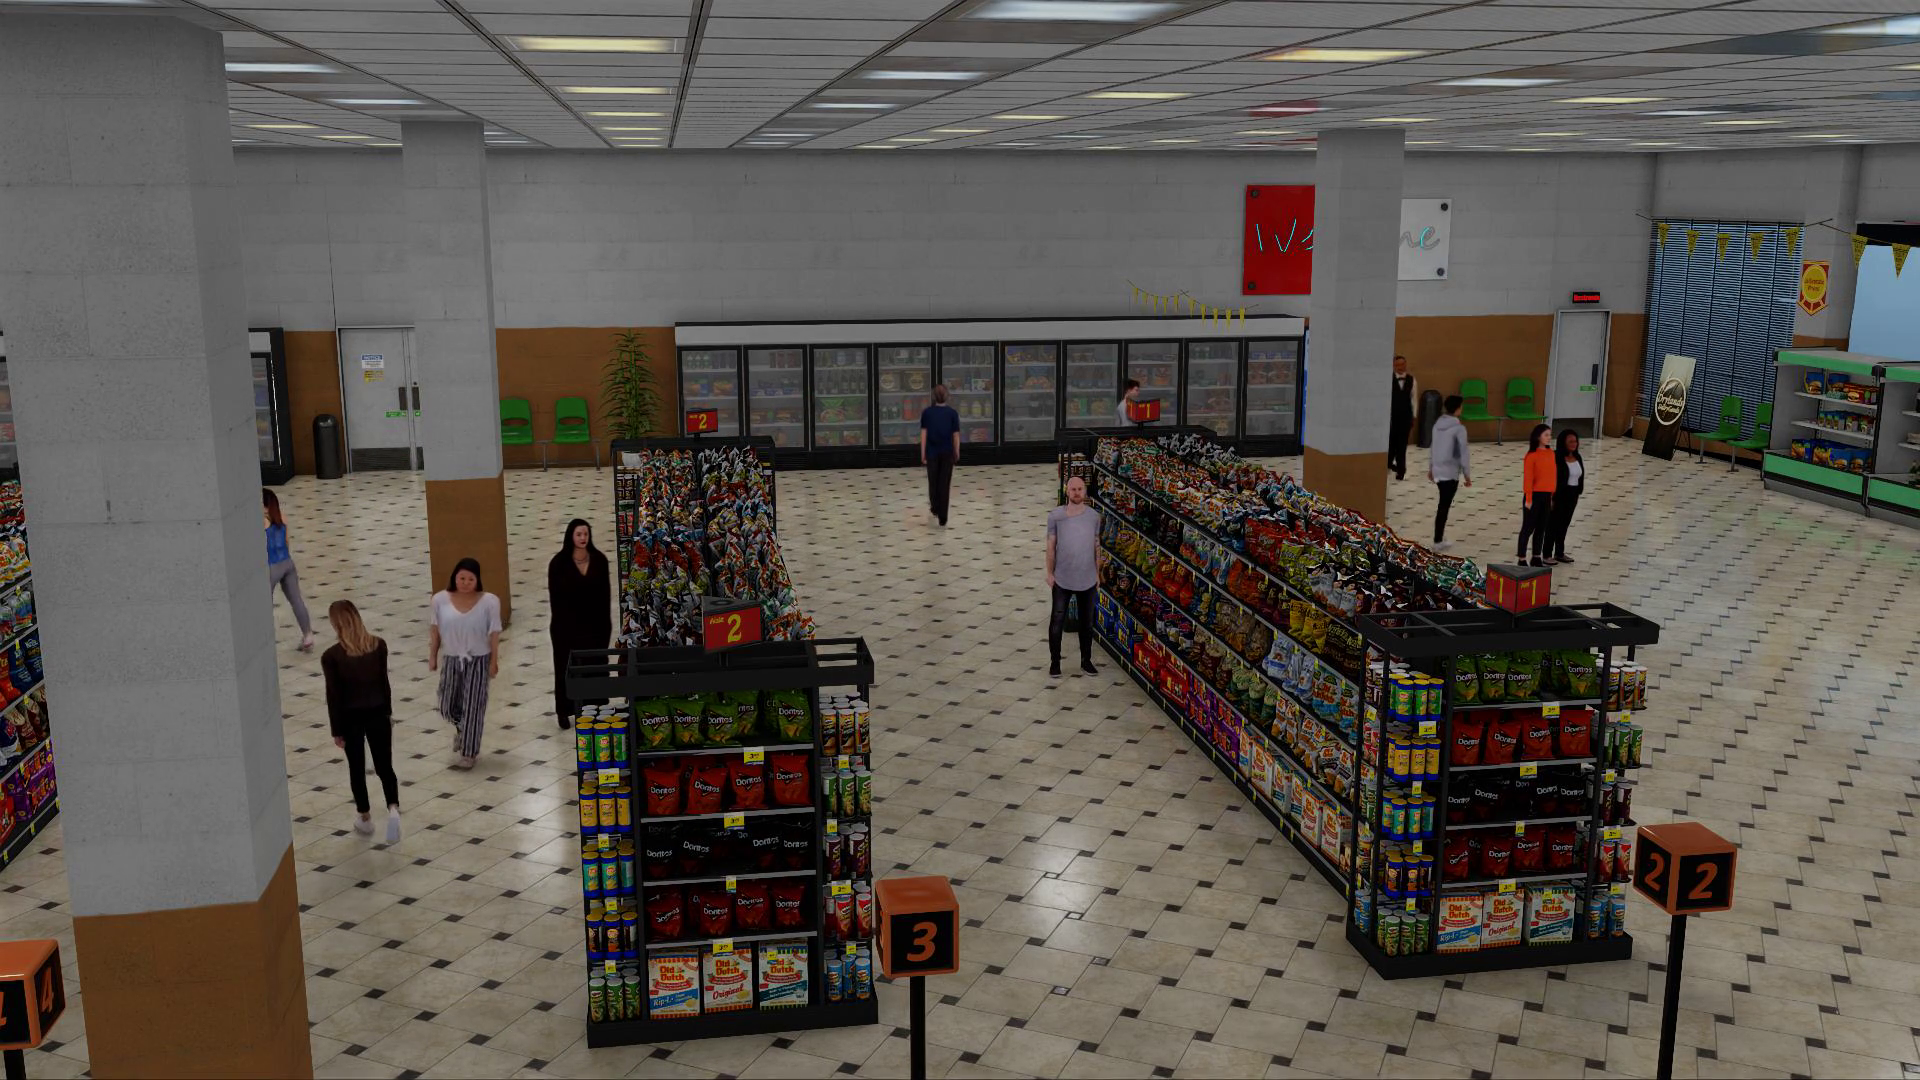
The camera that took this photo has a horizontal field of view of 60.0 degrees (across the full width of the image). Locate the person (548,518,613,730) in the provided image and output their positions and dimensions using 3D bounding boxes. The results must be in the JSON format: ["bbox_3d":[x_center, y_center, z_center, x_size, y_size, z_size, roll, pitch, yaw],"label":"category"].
[{"bbox_3d":[-3.129,0.677,13.688,0.734,1.756,0.707,-6,13,-25],"label":"person"}]

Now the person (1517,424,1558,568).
[{"bbox_3d":[6.649,-0.476,19.180,0.693,1.748,0.681,-8,14,-32],"label":"person"}]

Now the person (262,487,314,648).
[{"bbox_3d":[-6.491,0.304,15.919,1.090,1.565,1.101,6,14,28],"label":"person"}]

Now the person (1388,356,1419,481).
[{"bbox_3d":[6.733,-1.873,25.521,0.958,1.869,1.211,1,12,5],"label":"person"}]

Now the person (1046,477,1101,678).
[{"bbox_3d":[1.041,0.323,15.166,0.655,1.838,0.566,-2,12,-11],"label":"person"}]

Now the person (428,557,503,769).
[{"bbox_3d":[-3.776,0.916,12.794,0.775,1.656,0.783,1,12,3],"label":"person"}]

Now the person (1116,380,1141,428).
[{"bbox_3d":[2.189,-1.262,22.732,1.052,1.822,1.059,6,13,26],"label":"person"}]

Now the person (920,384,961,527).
[{"bbox_3d":[-0.262,-1.076,21.853,0.852,1.821,1.215,0,12,2],"label":"person"}]

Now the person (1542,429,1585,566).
[{"bbox_3d":[7.125,-0.516,19.690,0.750,1.616,0.751,-7,14,-31],"label":"person"}]

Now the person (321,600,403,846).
[{"bbox_3d":[-3.973,1.253,11.150,0.882,1.674,1.130,-7,14,-30],"label":"person"}]

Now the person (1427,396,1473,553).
[{"bbox_3d":[5.884,-0.806,20.344,0.854,1.915,0.709,-7,14,-29],"label":"person"}]
